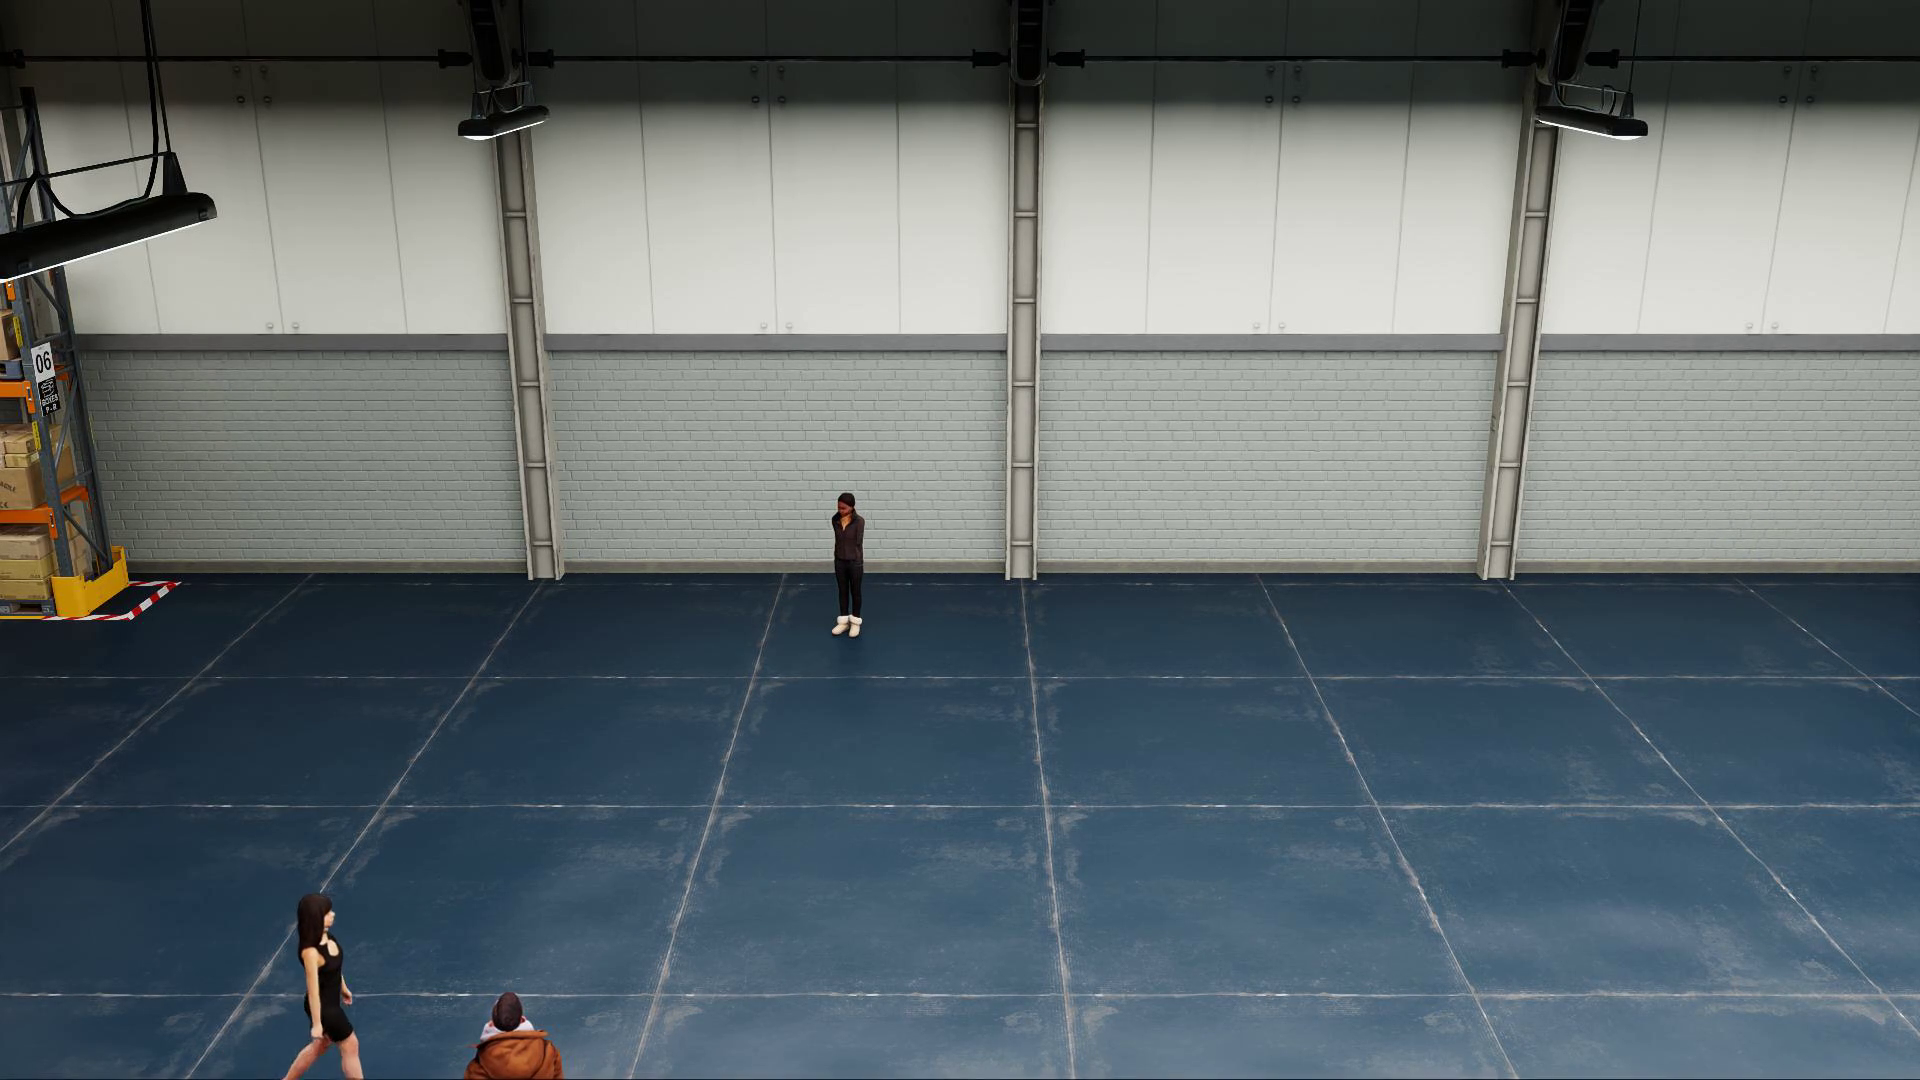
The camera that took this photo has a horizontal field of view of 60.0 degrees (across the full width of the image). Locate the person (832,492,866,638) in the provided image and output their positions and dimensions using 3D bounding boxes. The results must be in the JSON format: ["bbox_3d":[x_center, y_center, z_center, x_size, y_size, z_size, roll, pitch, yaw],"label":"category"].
[{"bbox_3d":[-1.267,0.243,18.990,0.651,1.661,0.710,15,23,38],"label":"person"}]

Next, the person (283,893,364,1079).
[{"bbox_3d":[-4.134,2.992,10.600,1.000,1.630,0.697,-4,18,-12],"label":"person"}]

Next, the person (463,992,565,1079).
[{"bbox_3d":[-2.440,3.328,9.230,0.823,1.838,0.909,-10,21,-29],"label":"person"}]
